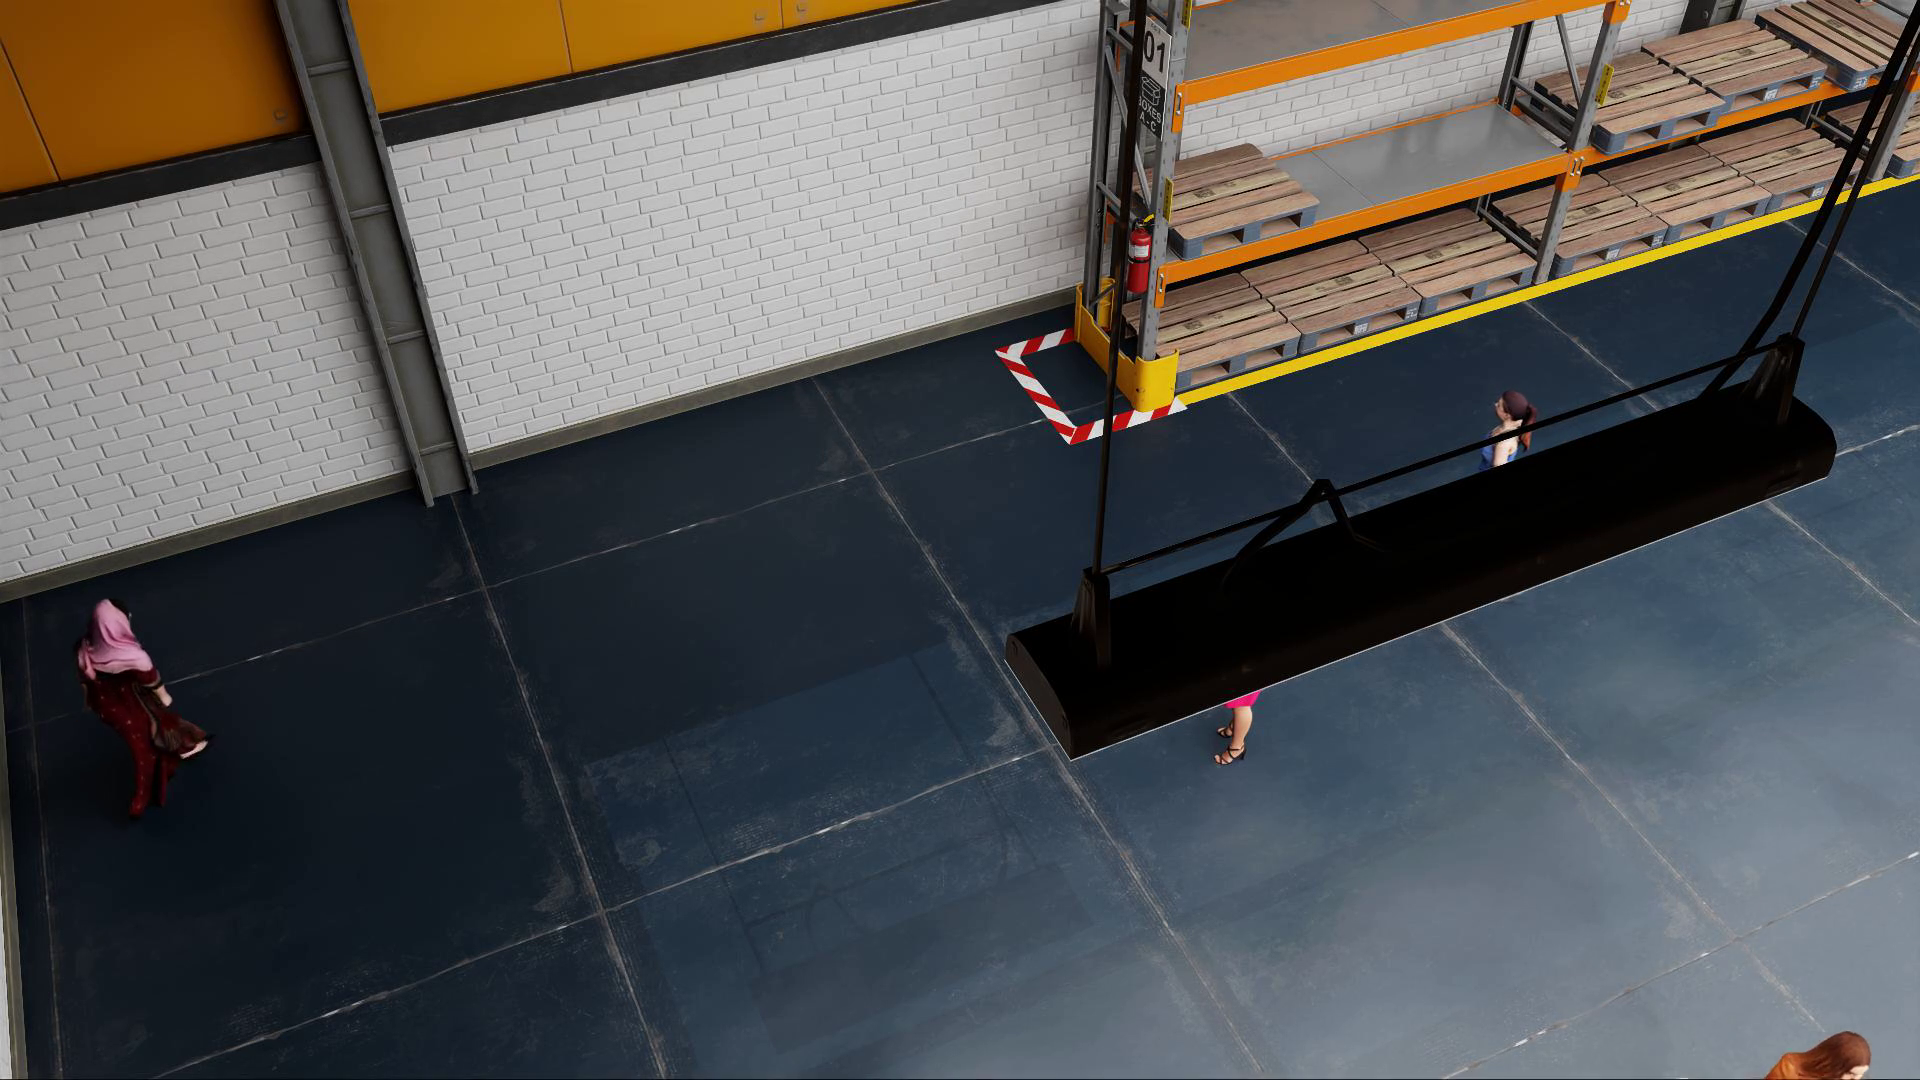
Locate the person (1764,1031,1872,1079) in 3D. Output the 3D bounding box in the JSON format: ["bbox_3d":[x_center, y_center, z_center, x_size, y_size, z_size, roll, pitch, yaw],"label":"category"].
[{"bbox_3d":[3.953,2.781,8.084,0.821,1.707,0.848,0,44,0],"label":"person"}]

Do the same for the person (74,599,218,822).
[{"bbox_3d":[-5.052,1.042,9.995,0.977,1.588,1.065,11,45,11],"label":"person"}]

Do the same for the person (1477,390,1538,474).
[{"bbox_3d":[3.665,-0.372,11.465,0.709,1.608,0.624,21,47,20],"label":"person"}]
